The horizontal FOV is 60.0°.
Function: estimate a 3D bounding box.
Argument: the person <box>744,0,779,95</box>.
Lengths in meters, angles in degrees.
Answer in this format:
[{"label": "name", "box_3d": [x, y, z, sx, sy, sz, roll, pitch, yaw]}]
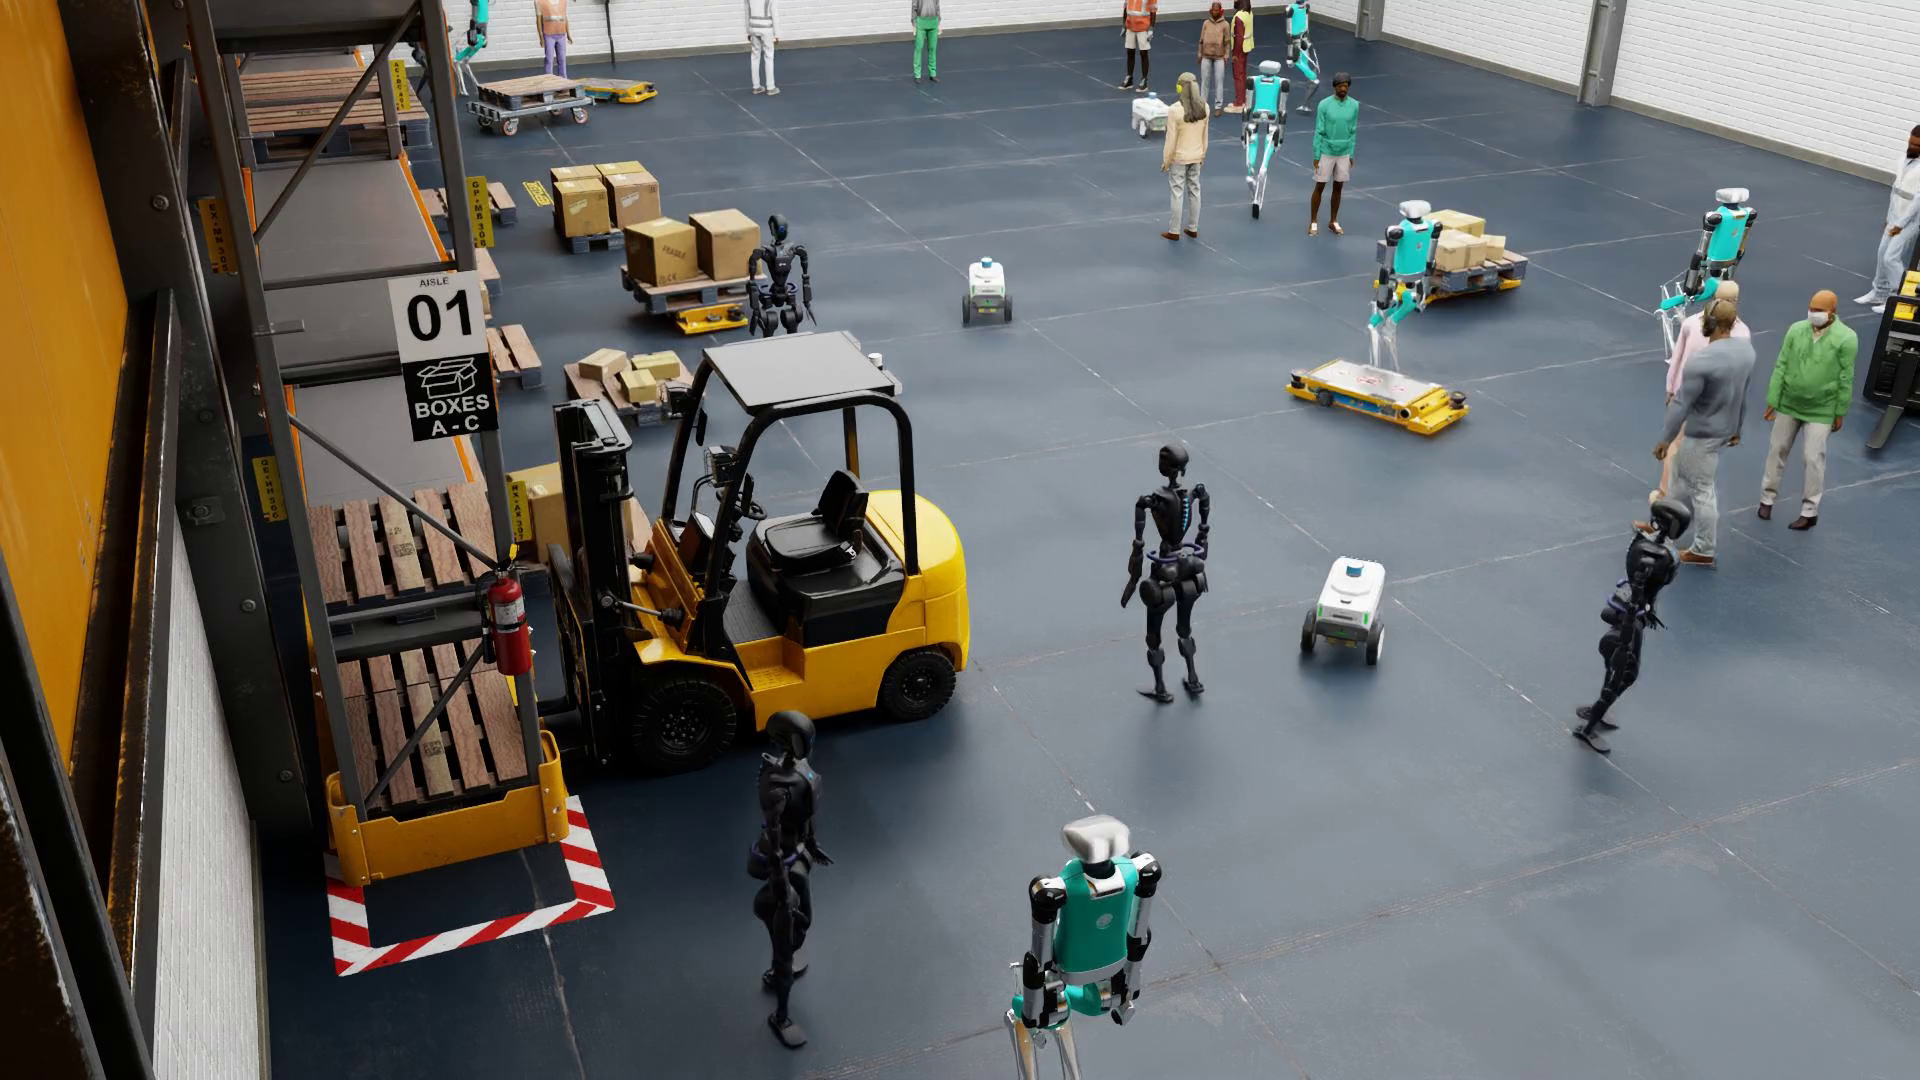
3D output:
[{"label": "person", "box_3d": [-3.079, -7.907, 25.935, 0.565, 1.876, 0.353, 9, 28, 17]}]

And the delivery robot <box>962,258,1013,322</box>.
[{"label": "delivery robot", "box_3d": [0.268, -2.512, 16.672, 0.499, 0.599, 0.787, 0, 27, -1]}]

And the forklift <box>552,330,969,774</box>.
[{"label": "forklift", "box_3d": [-1.094, 0.010, 9.831, 2.313, 2.155, 1.214, -10, 28, -20]}]

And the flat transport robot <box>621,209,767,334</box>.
[{"label": "flat transport robot", "box_3d": [-2.680, -2.401, 16.763, 0.659, 0.231, 1.431, -13, 29, -23]}]

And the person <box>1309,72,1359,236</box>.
[{"label": "person", "box_3d": [4.267, -4.419, 19.019, 0.507, 1.847, 0.376, -4, 27, -8]}]

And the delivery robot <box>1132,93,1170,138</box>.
[{"label": "delivery robot", "box_3d": [2.746, -6.054, 23.733, 0.499, 0.614, 0.818, -8, 28, -16]}]

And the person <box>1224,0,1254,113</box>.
[{"label": "person", "box_3d": [4.187, -7.275, 24.787, 0.363, 1.767, 0.472, 11, 29, 21]}]

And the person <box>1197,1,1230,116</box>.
[{"label": "person", "box_3d": [3.760, -7.131, 24.627, 0.470, 1.651, 0.326, 11, 29, 21]}]

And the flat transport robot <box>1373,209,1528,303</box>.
[{"label": "flat transport robot", "box_3d": [5.111, -2.733, 17.424, 1.431, 0.231, 0.659, -13, 29, -23]}]

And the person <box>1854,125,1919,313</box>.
[{"label": "person", "box_3d": [9.390, -3.185, 16.520, 0.432, 1.888, 0.602, -1, 27, -2]}]

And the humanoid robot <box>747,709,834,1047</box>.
[{"label": "humanoid robot", "box_3d": [-0.793, 1.470, 7.492, 0.364, 1.646, 0.611, 5, 27, 10]}]

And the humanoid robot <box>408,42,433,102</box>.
[{"label": "humanoid robot", "box_3d": [-8.249, -7.562, 25.510, 0.619, 1.655, 0.605, 2, 27, 4]}]

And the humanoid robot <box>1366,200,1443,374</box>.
[{"label": "humanoid robot", "box_3d": [3.812, -2.168, 14.696, 0.546, 1.807, 0.707, -10, 28, -19]}]

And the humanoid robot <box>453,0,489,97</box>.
[{"label": "humanoid robot", "box_3d": [-7.672, -7.815, 25.884, 0.815, 1.741, 0.579, 4, 27, 8]}]

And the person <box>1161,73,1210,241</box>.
[{"label": "person", "box_3d": [2.550, -4.319, 18.795, 0.553, 1.876, 0.409, -12, 29, -23]}]

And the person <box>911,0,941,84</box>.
[{"label": "person", "box_3d": [-0.544, -8.297, 26.745, 0.509, 1.839, 0.340, -11, 29, -20]}]

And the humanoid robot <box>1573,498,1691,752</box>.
[{"label": "humanoid robot", "box_3d": [3.824, 0.463, 9.498, 0.414, 1.634, 0.603, 16, 31, 29]}]

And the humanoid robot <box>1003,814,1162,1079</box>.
[{"label": "humanoid robot", "box_3d": [0.419, 1.722, 6.776, 0.533, 1.681, 0.735, -10, 28, -20]}]

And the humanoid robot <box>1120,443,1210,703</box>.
[{"label": "humanoid robot", "box_3d": [1.267, 0.207, 10.016, 0.593, 1.648, 0.350, -14, 30, -26]}]

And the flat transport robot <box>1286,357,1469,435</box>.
[{"label": "flat transport robot", "box_3d": [3.632, -1.272, 14.517, 1.431, 0.231, 0.659, 23, 35, 38]}]

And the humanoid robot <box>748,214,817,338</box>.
[{"label": "humanoid robot", "box_3d": [-1.548, -2.013, 14.405, 0.599, 1.659, 0.315, -10, 28, -20]}]

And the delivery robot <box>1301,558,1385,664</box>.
[{"label": "delivery robot", "box_3d": [2.534, 0.432, 10.822, 0.499, 0.606, 0.808, 10, 28, 19]}]

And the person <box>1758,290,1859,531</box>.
[{"label": "person", "box_3d": [6.240, -0.977, 12.260, 0.450, 1.770, 0.544, -21, 34, -36]}]

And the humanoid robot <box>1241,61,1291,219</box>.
[{"label": "humanoid robot", "box_3d": [3.563, -4.728, 19.785, 0.544, 1.766, 0.953, 8, 28, 15]}]

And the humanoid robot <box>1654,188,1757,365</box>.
[{"label": "humanoid robot", "box_3d": [6.616, -2.392, 14.962, 0.533, 1.677, 0.735, -10, 28, -20]}]

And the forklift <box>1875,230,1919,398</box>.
[{"label": "forklift", "box_3d": [9.029, -2.397, 14.618, 1.214, 2.155, 2.313, 18, 32, 32]}]

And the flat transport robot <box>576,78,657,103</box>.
[{"label": "flat transport robot", "box_3d": [-5.515, -7.009, 25.928, 1.431, 0.231, 0.659, 9, 28, 18]}]

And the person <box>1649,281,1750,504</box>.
[{"label": "person", "box_3d": [5.576, -1.073, 12.504, 0.531, 1.733, 0.664, 10, 28, 19]}]

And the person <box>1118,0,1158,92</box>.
[{"label": "person", "box_3d": [2.796, -8.065, 26.143, 0.608, 1.966, 0.364, 19, 33, 33]}]

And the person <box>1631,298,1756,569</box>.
[{"label": "person", "box_3d": [5.155, -0.767, 11.703, 0.716, 1.890, 0.822, -18, 32, -32]}]

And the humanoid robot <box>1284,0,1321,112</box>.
[{"label": "humanoid robot", "box_3d": [5.154, -7.145, 24.591, 0.761, 1.799, 0.534, 23, 34, 38]}]

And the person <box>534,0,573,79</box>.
[{"label": "person", "box_3d": [-6.292, -7.811, 25.779, 0.562, 1.837, 0.389, -23, 35, -38]}]
